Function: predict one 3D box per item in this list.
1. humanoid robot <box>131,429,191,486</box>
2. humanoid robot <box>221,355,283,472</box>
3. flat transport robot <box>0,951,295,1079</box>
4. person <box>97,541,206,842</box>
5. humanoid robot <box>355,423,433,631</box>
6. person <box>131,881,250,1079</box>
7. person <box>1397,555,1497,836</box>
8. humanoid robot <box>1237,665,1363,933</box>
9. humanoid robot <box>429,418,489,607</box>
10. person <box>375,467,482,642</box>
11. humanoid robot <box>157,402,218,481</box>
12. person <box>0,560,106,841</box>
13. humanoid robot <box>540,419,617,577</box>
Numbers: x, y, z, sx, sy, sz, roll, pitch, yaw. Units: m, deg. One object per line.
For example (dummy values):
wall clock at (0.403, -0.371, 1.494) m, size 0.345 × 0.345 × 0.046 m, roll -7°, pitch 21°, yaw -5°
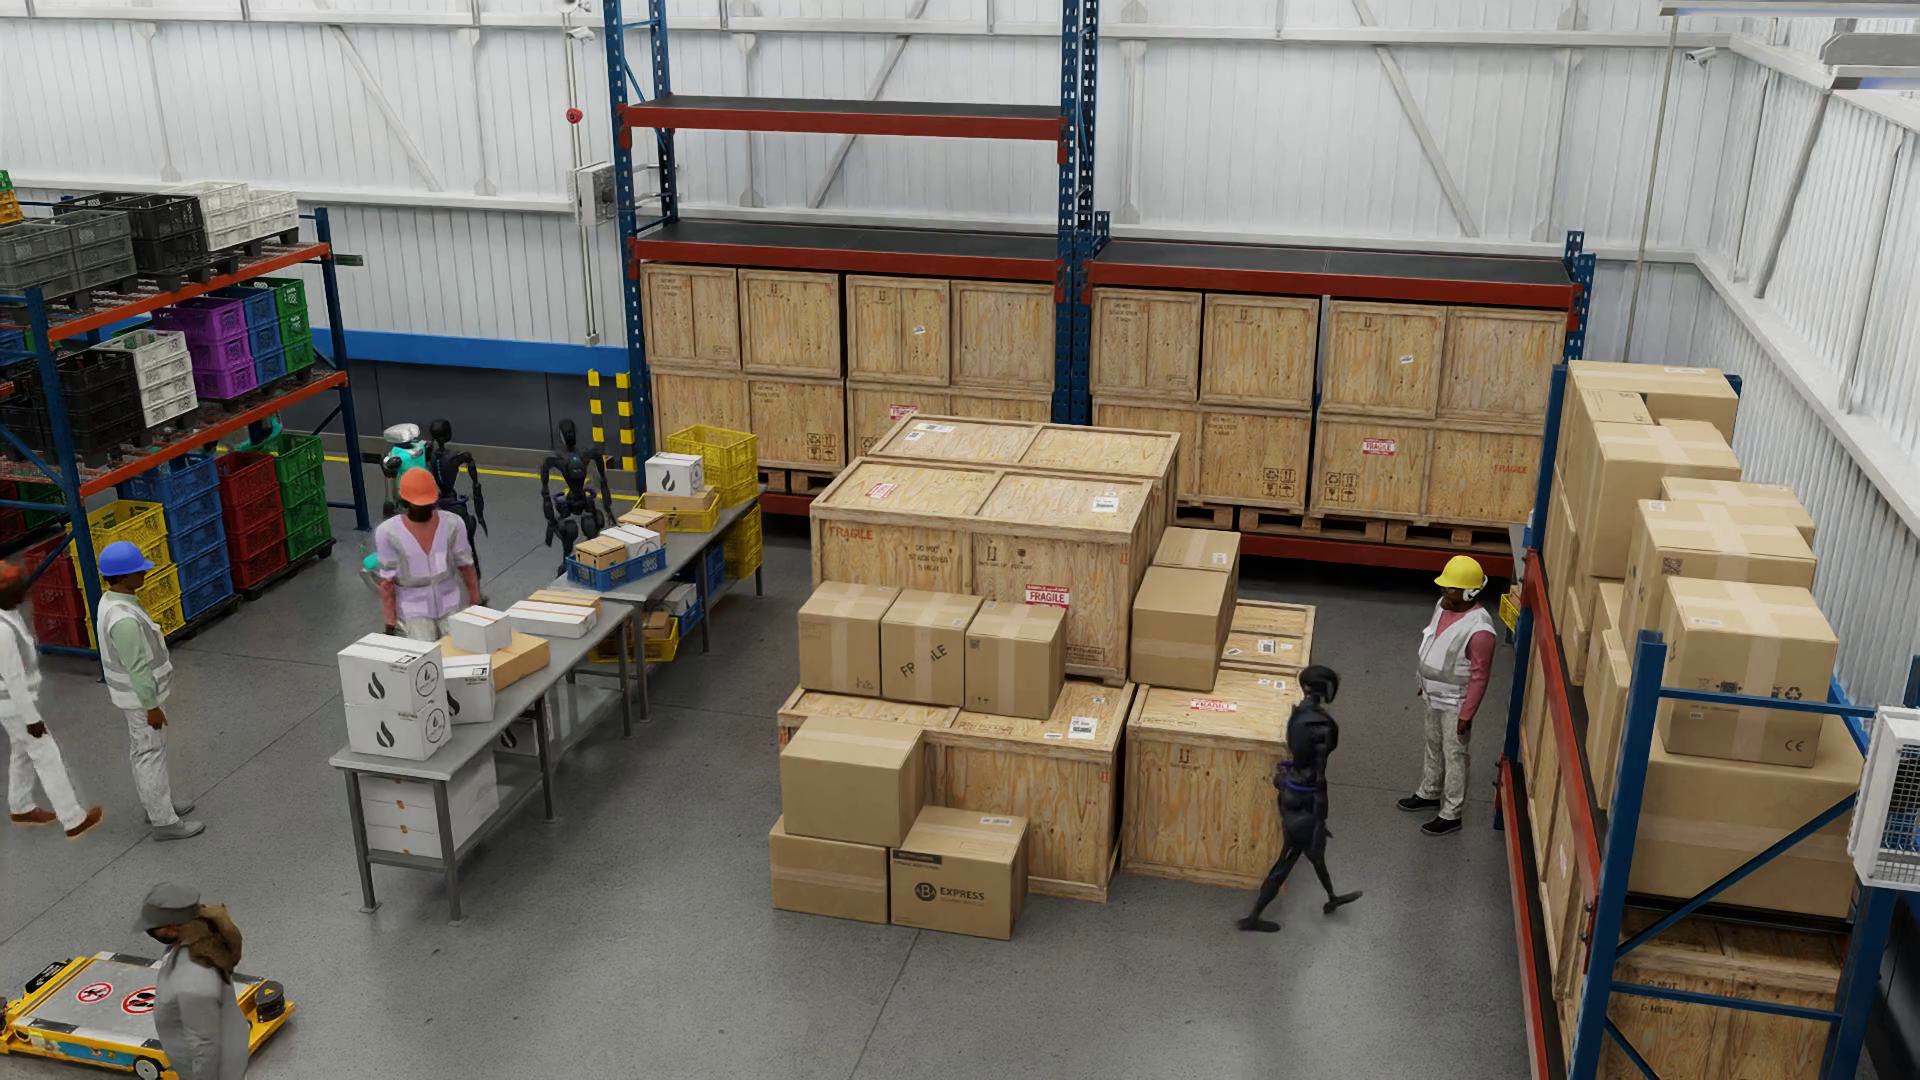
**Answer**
humanoid robot at (-7.647, -1.114, 15.883) m, size 0.694 × 1.765 × 0.544 m, roll -4°, pitch 21°, yaw -11°
humanoid robot at (-6.765, -1.089, 15.880) m, size 0.799 × 1.803 × 0.543 m, roll -3°, pitch 21°, yaw -9°
flat transport robot at (-4.270, 2.464, 8.601) m, size 1.431 × 0.231 × 0.659 m, roll 5°, pitch 22°, yaw 13°
person at (-5.045, 0.930, 10.263) m, size 0.381 × 1.948 × 0.603 m, roll -13°, pitch 25°, yaw -31°
humanoid robot at (-4.522, -0.120, 13.175) m, size 0.746 × 1.695 × 0.530 m, roll 7°, pitch 22°, yaw 18°
person at (-3.210, 2.221, 7.140) m, size 0.403 × 1.763 × 0.561 m, roll -8°, pitch 22°, yaw -20°
person at (3.039, 0.955, 10.357) m, size 0.404 × 1.833 × 0.589 m, roll -5°, pitch 21°, yaw -12°
humanoid robot at (1.969, 1.453, 9.316) m, size 0.765 × 1.624 × 0.595 m, roll -1°, pitch 21°, yaw -2°
humanoid robot at (-4.179, -0.202, 13.593) m, size 0.601 × 1.657 × 0.348 m, roll 0°, pitch 21°, yaw -1°
person at (-3.559, 0.487, 11.306) m, size 0.653 × 2.023 × 0.546 m, roll -13°, pitch 24°, yaw -30°
humanoid robot at (-7.097, -0.860, 15.205) m, size 0.530 × 1.775 × 0.622 m, roll -3°, pitch 21°, yaw -7°
person at (-5.723, 0.971, 10.286) m, size 0.568 × 1.859 × 0.604 m, roll -12°, pitch 24°, yaw -29°
humanoid robot at (-3.151, -0.232, 13.707) m, size 0.607 × 1.638 × 0.643 m, roll -11°, pitch 24°, yaw -27°
